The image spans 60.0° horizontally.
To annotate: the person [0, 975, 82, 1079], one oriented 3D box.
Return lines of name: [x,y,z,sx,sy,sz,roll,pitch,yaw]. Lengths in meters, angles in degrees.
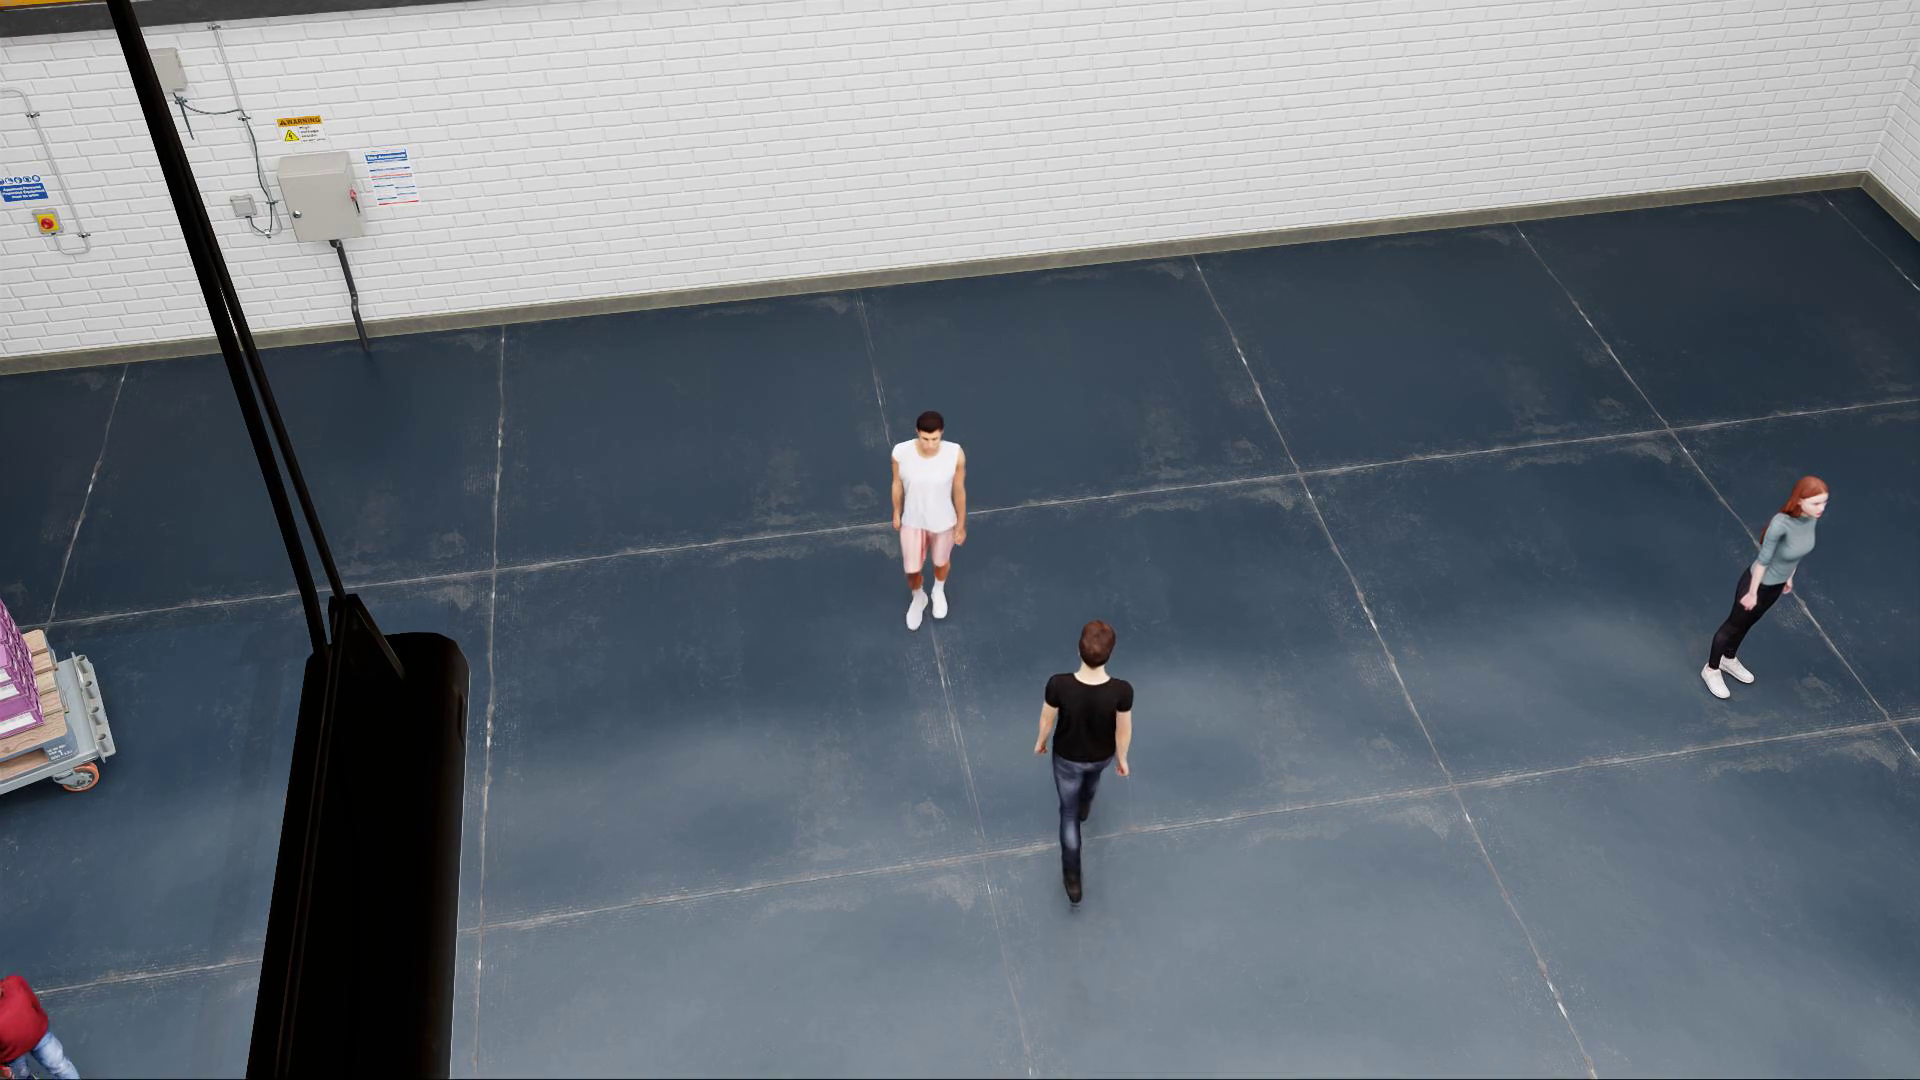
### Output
person: [-4.835,2.512,8.467,0.875,1.250,0.851,21,48,21]

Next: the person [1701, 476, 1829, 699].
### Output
person: [5.066,0.271,10.462,0.645,1.743,0.648,-22,48,-21]

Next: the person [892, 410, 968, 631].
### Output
person: [-0.190,-0.214,10.950,0.709,1.772,0.722,1,44,1]

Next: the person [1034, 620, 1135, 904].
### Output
person: [0.689,1.257,9.343,0.843,1.858,1.246,1,44,1]
